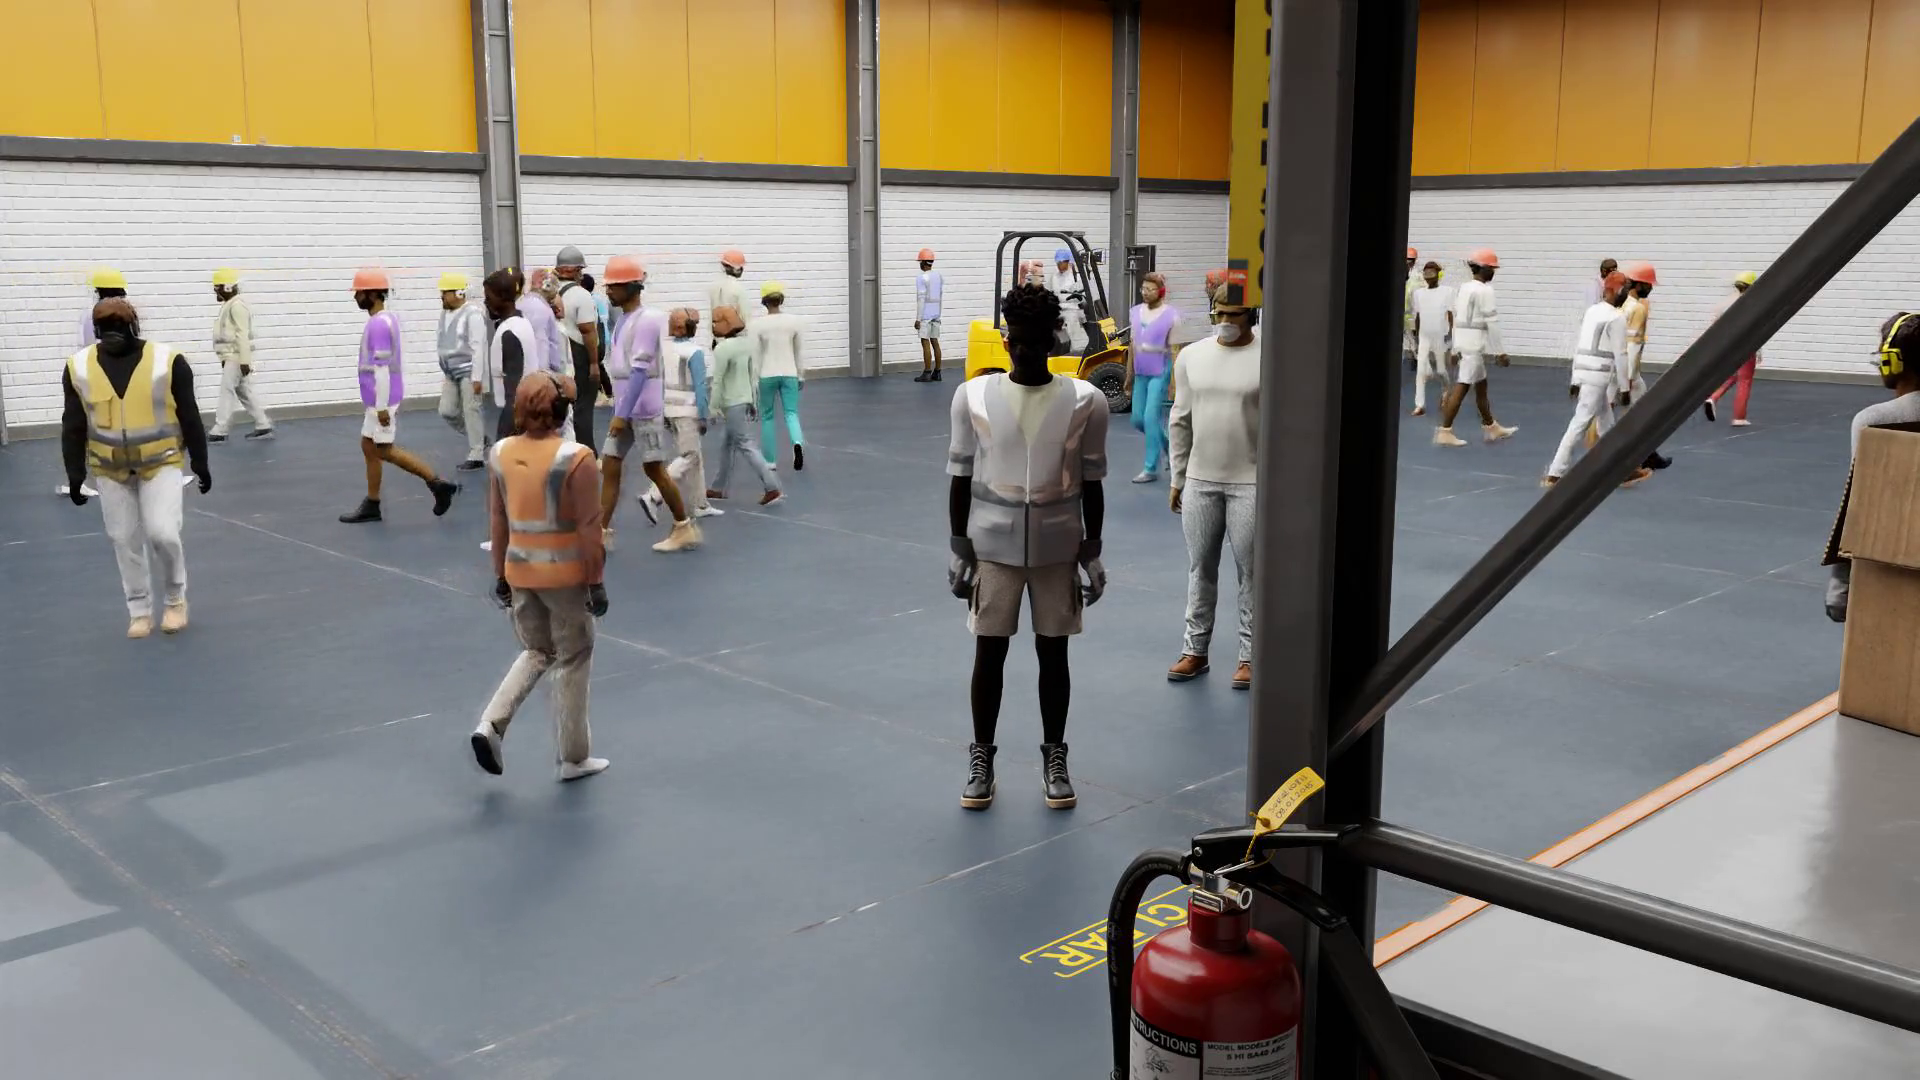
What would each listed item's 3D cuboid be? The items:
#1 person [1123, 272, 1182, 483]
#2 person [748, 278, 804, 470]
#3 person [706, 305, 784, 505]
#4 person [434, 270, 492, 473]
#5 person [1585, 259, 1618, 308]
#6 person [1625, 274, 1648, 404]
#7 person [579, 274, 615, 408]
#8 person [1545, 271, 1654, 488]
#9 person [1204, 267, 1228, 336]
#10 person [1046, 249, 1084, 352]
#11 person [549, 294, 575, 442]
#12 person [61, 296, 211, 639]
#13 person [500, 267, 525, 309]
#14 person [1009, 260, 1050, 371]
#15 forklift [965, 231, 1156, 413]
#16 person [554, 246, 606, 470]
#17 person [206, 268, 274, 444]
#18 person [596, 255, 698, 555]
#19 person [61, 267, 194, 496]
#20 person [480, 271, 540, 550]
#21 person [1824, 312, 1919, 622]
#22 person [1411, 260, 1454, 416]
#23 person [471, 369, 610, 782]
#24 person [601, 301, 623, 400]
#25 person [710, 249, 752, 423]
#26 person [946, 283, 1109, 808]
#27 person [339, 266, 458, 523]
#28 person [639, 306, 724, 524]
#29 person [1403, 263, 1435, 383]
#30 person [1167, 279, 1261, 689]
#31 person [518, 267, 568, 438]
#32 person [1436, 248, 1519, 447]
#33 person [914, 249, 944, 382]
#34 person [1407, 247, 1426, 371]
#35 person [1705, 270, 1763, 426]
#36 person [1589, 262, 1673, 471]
[{"bbox_3d":[1.725,-1.417,14.460,0.622,1.824,0.585,-8,13,-36],"label":"person"},{"bbox_3d":[-1.626,-1.466,14.923,0.531,1.747,0.662,-4,11,-22],"label":"person"},{"bbox_3d":[-1.755,-1.065,13.184,0.836,1.591,0.523,4,11,19],"label":"person"},{"bbox_3d":[-4.471,-1.516,14.999,0.607,1.816,0.469,8,13,37],"label":"person"},{"bbox_3d":[9.032,-3.012,23.240,0.650,1.791,0.944,-5,11,-23],"label":"person"},{"bbox_3d":[8.471,-2.563,21.186,0.547,1.646,0.886,1,10,4],"label":"person"},{"bbox_3d":[-4.461,-2.424,20.388,0.476,1.663,0.540,-6,12,-29],"label":"person"},{"bbox_3d":[5.393,-1.324,13.928,0.973,1.826,0.585,0,10,-2],"label":"person"},{"bbox_3d":[2.431,-1.474,14.679,0.556,1.862,0.591,3,11,17],"label":"person"},{"bbox_3d":[1.520,-3.327,24.583,0.639,1.926,0.459,7,12,33],"label":"person"},{"bbox_3d":[-3.487,-1.311,14.383,0.315,1.641,0.514,-4,11,-20],"label":"person"},{"bbox_3d":[-4.339,-0.370,8.775,0.694,1.819,0.450,-3,11,-13],"label":"person"},{"bbox_3d":[-4.107,-1.613,15.507,0.404,1.840,0.513,-1,10,-5],"label":"person"},{"bbox_3d":[0.642,-1.595,15.212,0.405,1.904,0.653,-2,11,-11],"label":"person"},{"bbox_3d":[1.222,-2.721,20.561,2.313,2.155,1.214,2,11,13],"label":"forklift"},{"bbox_3d":[-3.491,-1.657,15.181,0.689,2.000,0.539,8,13,37],"label":"person"},{"bbox_3d":[-7.516,-1.895,17.146,0.767,1.799,0.614,-6,12,-29],"label":"person"},{"bbox_3d":[-2.186,-0.871,11.009,0.924,2.004,0.611,-6,12,-30],"label":"person"},{"bbox_3d":[-6.918,-1.285,13.601,0.997,1.872,0.629,-7,12,-32],"label":"person"},{"bbox_3d":[-2.971,-0.879,11.326,0.572,1.897,0.607,-2,11,-9],"label":"person"},{"bbox_3d":[3.378,0.116,6.011,0.513,1.862,0.327,-2,11,-12],"label":"person"},{"bbox_3d":[5.672,-2.404,19.845,0.521,1.838,0.851,7,13,34],"label":"person"},{"bbox_3d":[-1.621,0.164,6.400,0.521,1.628,0.475,6,12,29],"label":"person"},{"bbox_3d":[-4.289,-2.529,21.144,0.729,1.589,0.575,-1,10,-7],"label":"person"},{"bbox_3d":[-2.549,-2.283,18.765,0.643,1.974,0.440,10,14,43],"label":"person"},{"bbox_3d":[0.247,0.033,6.185,0.600,1.959,0.376,0,10,1],"label":"person"},{"bbox_3d":[-4.207,-1.069,12.331,0.796,1.916,0.548,-3,11,-15],"label":"person"},{"bbox_3d":[-2.090,-0.924,12.360,0.719,1.614,0.519,-9,13,-39],"label":"person"},{"bbox_3d":[6.437,-3.089,23.766,0.993,1.777,0.631,-6,12,-32],"label":"person"},{"bbox_3d":[1.274,-0.265,7.879,0.629,1.936,0.373,6,12,28],"label":"person"},{"bbox_3d":[-3.445,-1.285,13.599,0.454,1.876,0.723,-4,11,-21],"label":"person"},{"bbox_3d":[5.286,-1.925,16.774,1.012,1.995,0.635,-1,10,-5],"label":"person"},{"bbox_3d":[-0.484,-3.268,24.246,0.371,1.935,0.551,8,13,37],"label":"person"},{"bbox_3d":[7.083,-3.650,26.327,0.549,1.936,0.377,4,11,19],"label":"person"},{"bbox_3d":[8.644,-2.121,18.506,0.554,1.752,0.530,-6,12,-31],"label":"person"},{"bbox_3d":[6.053,-1.536,14.921,0.938,1.883,0.536,-3,11,-14],"label":"person"}]
